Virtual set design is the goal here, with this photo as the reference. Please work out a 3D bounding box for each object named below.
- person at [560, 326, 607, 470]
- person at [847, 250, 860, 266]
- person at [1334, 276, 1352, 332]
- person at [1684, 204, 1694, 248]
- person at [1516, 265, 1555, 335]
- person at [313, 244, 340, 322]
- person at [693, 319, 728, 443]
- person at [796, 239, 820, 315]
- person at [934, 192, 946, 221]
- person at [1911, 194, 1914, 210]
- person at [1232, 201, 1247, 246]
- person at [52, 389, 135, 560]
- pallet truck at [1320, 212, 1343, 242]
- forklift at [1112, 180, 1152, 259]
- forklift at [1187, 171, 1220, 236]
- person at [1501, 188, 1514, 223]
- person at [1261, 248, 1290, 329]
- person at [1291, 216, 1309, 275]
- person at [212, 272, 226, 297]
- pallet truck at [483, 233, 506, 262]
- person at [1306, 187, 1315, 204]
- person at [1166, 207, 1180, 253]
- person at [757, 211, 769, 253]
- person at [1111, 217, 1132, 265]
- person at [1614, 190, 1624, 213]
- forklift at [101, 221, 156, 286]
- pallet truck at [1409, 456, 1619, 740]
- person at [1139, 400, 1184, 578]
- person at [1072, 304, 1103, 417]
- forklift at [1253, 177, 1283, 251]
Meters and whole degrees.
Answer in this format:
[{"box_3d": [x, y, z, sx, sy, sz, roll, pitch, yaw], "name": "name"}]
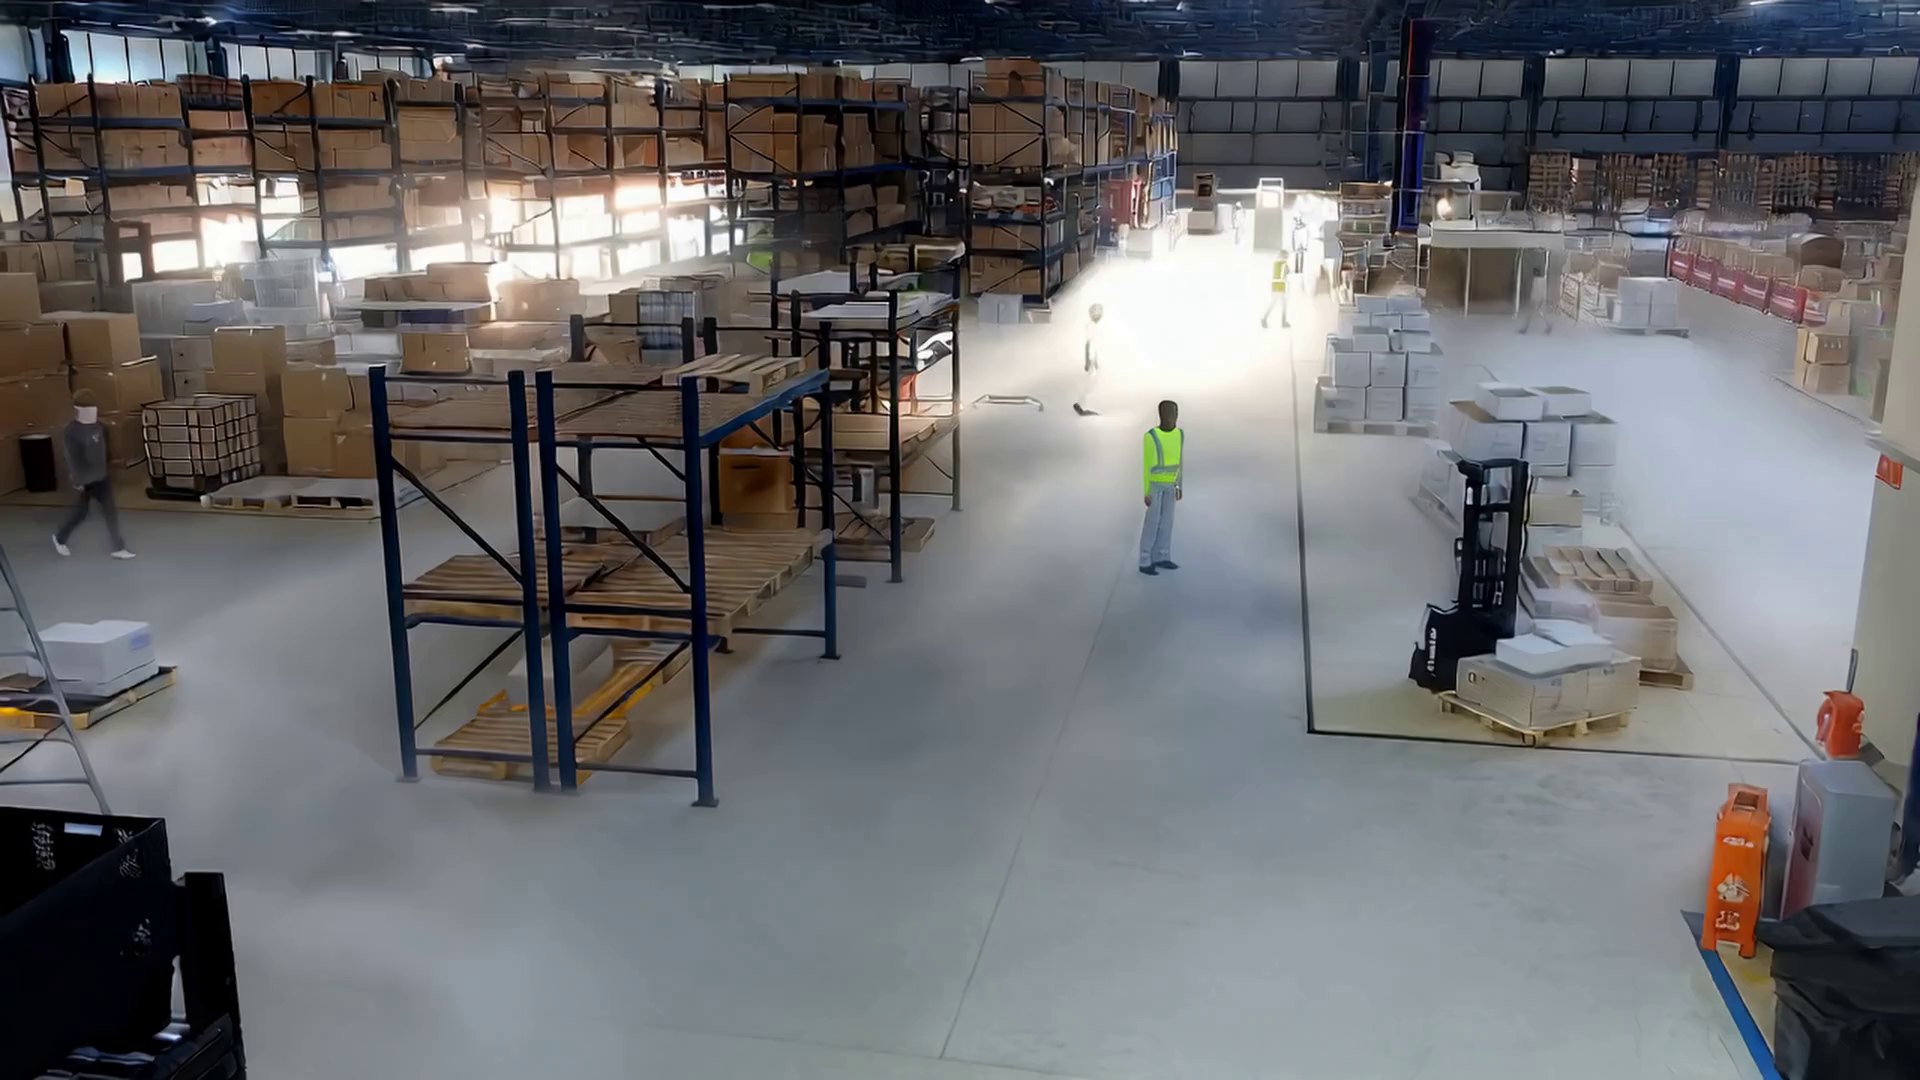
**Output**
[{"box_3d": [-5.250, -2.054, 23.271, 0.689, 2.000, 0.901, 4, 14, 15], "name": "person"}, {"box_3d": [-2.620, -6.552, 42.293, 0.629, 1.671, 0.537, -10, 17, -35], "name": "person"}, {"box_3d": [8.055, -4.737, 34.988, 0.309, 1.640, 0.512, 13, 19, 41], "name": "person"}, {"box_3d": [28.917, -12.425, 65.963, 0.487, 1.751, 0.533, 0, 14, -1], "name": "person"}, {"box_3d": [13.328, -5.520, 38.266, 0.849, 1.597, 0.505, 12, 18, 41], "name": "person"}, {"box_3d": [-15.539, -6.315, 40.845, 0.587, 1.911, 0.397, -8, 16, -28], "name": "person"}, {"box_3d": [-3.806, -2.323, 24.688, 0.651, 1.881, 0.962, 9, 16, 32], "name": "person"}, {"box_3d": [-3.748, -6.401, 41.012, 0.622, 1.993, 0.382, -4, 15, -18], "name": "person"}, {"box_3d": [-1.026, -17.560, 86.540, 0.550, 1.890, 0.948, 3, 14, 11], "name": "person"}, {"box_3d": [45.178, -15.693, 79.055, 0.373, 1.840, 0.572, 3, 14, 12], "name": "person"}, {"box_3d": [11.459, -13.008, 68.262, 0.604, 1.802, 0.869, 1, 14, 4], "name": "person"}, {"box_3d": [-9.524, -0.709, 18.115, 0.865, 1.903, 0.589, 4, 15, 17], "name": "person"}, {"box_3d": [15.874, -13.227, 70.310, 0.680, 1.201, 1.601, 10, 17, 35], "name": "pallet truck"}, {"box_3d": [6.082, -11.722, 60.796, 1.873, 2.768, 1.129, 2, 14, 9], "name": "forklift"}, {"box_3d": [10.912, -15.032, 74.235, 1.129, 2.768, 1.873, 5, 15, 20], "name": "forklift"}, {"box_3d": [25.994, -15.727, 78.969, 0.605, 1.951, 0.384, -3, 14, -12], "name": "person"}, {"box_3d": [7.509, -5.948, 39.360, 0.848, 1.915, 0.551, -12, 18, -39], "name": "person"}, {"box_3d": [11.131, -9.664, 54.471, 0.553, 1.906, 0.899, 3, 14, 11], "name": "person"}, {"box_3d": [-15.967, -4.962, 35.927, 0.487, 1.617, 0.565, 1, 14, 6], "name": "person"}, {"box_3d": [-11.832, -7.026, 43.548, 1.885, 1.965, 0.823, 8, 16, 28], "name": "pallet truck"}, {"box_3d": [16.508, -15.599, 78.357, 0.381, 1.994, 0.622, -3, 14, -11], "name": "person"}, {"box_3d": [8.165, -11.912, 63.877, 0.531, 1.746, 0.623, 2, 14, 6], "name": "person"}, {"box_3d": [-7.645, -11.829, 63.822, 0.585, 1.616, 0.510, 8, 16, 31], "name": "person"}, {"box_3d": [5.687, -10.471, 58.262, 0.908, 1.642, 0.542, 7, 15, 25], "name": "person"}, {"box_3d": [32.060, -16.066, 80.679, 0.950, 1.777, 0.603, 1, 14, 4], "name": "person"}, {"box_3d": [-16.772, -5.071, 33.793, 1.129, 2.768, 1.873, 3, 14, 10], "name": "forklift"}, {"box_3d": [4.504, 0.400, 13.395, 0.823, 1.965, 1.885, -6, 15, -23], "name": "pallet truck"}, {"box_3d": [2.134, -0.547, 17.501, 0.574, 1.876, 0.354, -12, 18, -40], "name": "person"}, {"box_3d": [2.115, -2.946, 27.312, 0.460, 1.840, 0.580, 2, 14, 9], "name": "person"}, {"box_3d": [12.083, -12.747, 64.956, 1.129, 2.768, 1.873, 3, 14, 10], "name": "forklift"}]
